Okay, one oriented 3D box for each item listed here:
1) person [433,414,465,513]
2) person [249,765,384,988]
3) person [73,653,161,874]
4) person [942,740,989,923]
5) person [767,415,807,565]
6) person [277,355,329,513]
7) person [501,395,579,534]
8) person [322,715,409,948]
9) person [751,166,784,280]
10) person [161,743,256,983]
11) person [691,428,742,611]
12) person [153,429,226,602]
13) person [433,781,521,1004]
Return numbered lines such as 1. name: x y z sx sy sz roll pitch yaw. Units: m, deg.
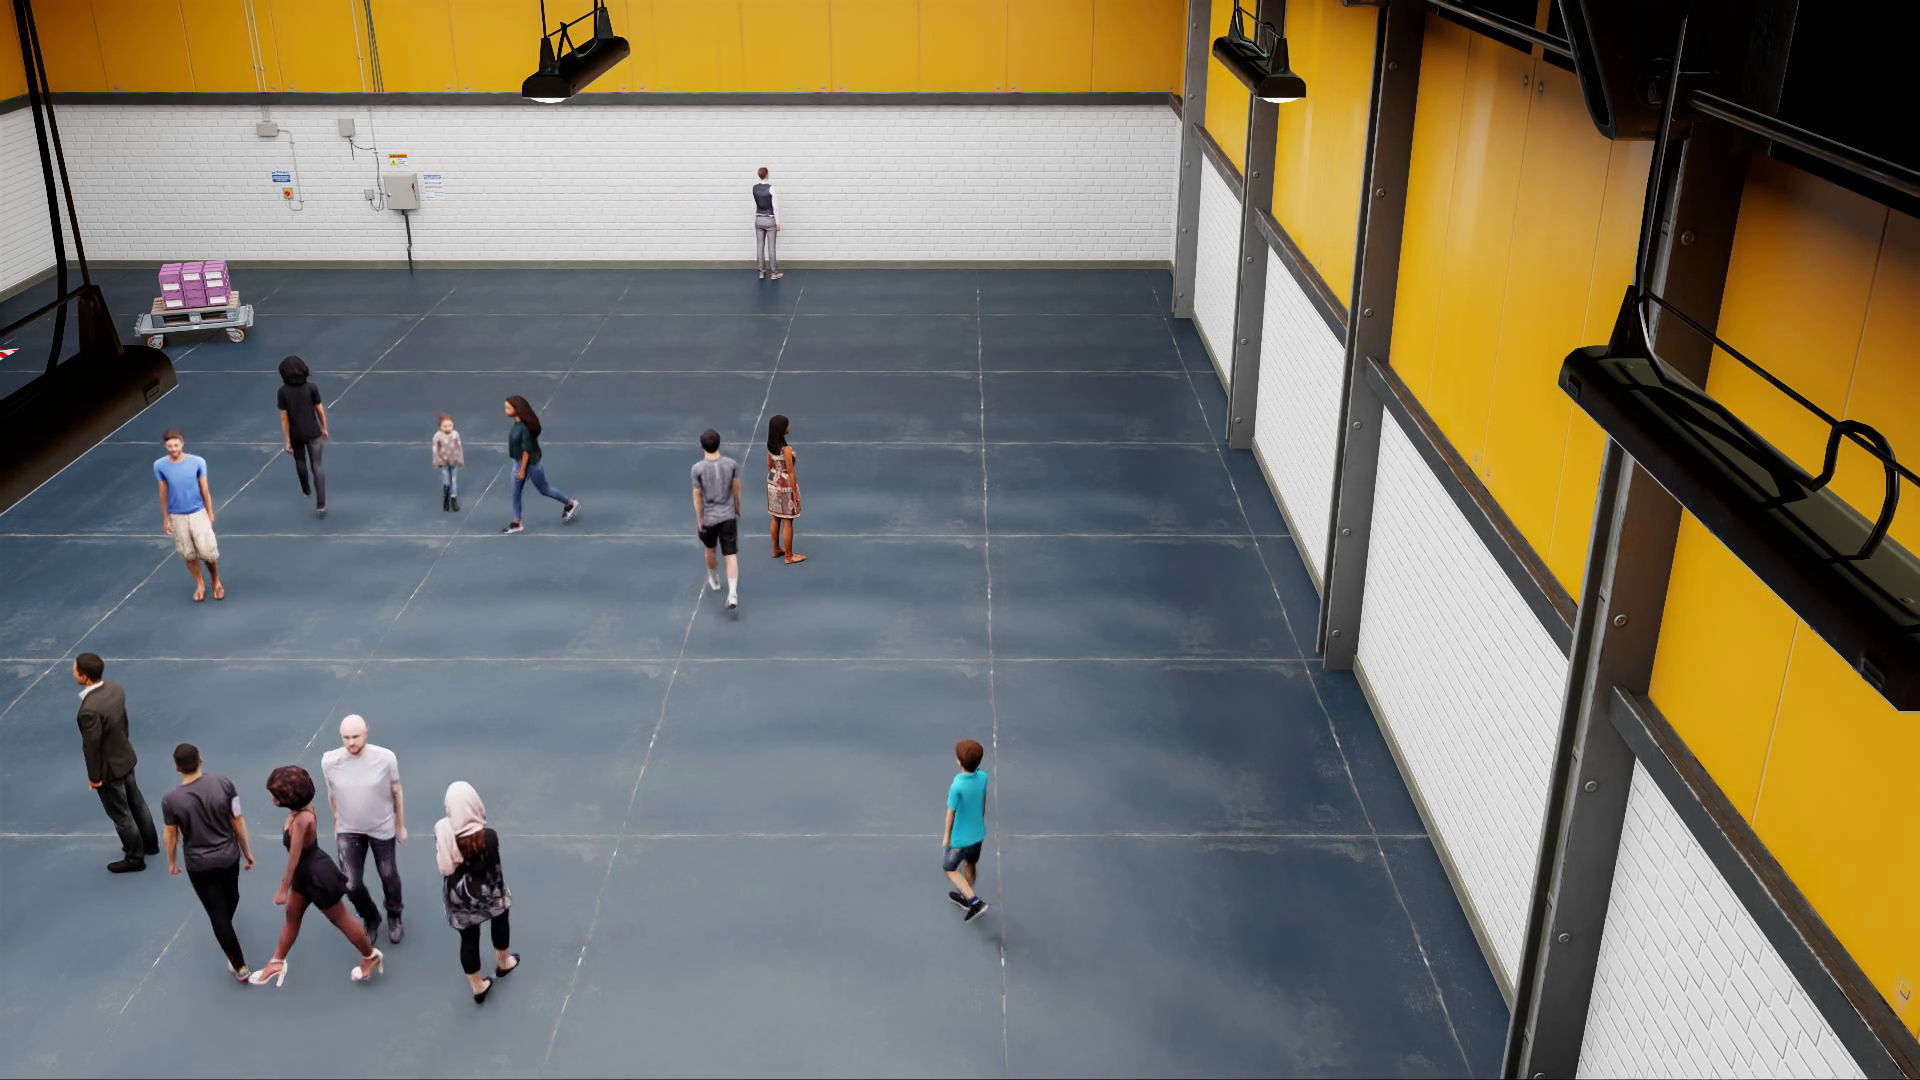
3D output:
1. person: -5.930 -0.921 19.238 0.566 1.182 0.605 -11 26 -23
2. person: -4.242 2.293 11.195 0.925 1.734 1.083 -10 26 -22
3. person: -6.389 1.662 12.555 0.739 1.801 0.468 -1 24 -2
4. person: 0.078 2.109 11.981 0.758 1.442 0.820 -21 31 -40
5. person: -1.909 -0.558 17.828 0.778 1.645 0.697 -19 30 -37
6. person: -7.495 -1.173 19.062 0.998 1.784 1.264 -11 26 -23
7. person: -4.730 -0.850 18.587 1.091 1.573 1.115 -17 29 -34
8. person: -4.174 1.995 11.770 0.722 1.820 0.704 -4 24 -10
9. person: -3.359 -5.503 28.775 0.729 1.938 0.697 9 25 19
10. person: -5.076 2.237 11.345 1.076 1.718 1.213 -16 28 -33
11. person: -2.409 -0.188 16.728 0.886 1.850 1.263 -7 24 -15
12. person: -7.864 -0.290 16.964 0.714 1.847 0.741 -6 24 -13
13. person: -3.291 2.398 11.107 0.643 1.612 0.735 3 24 6
